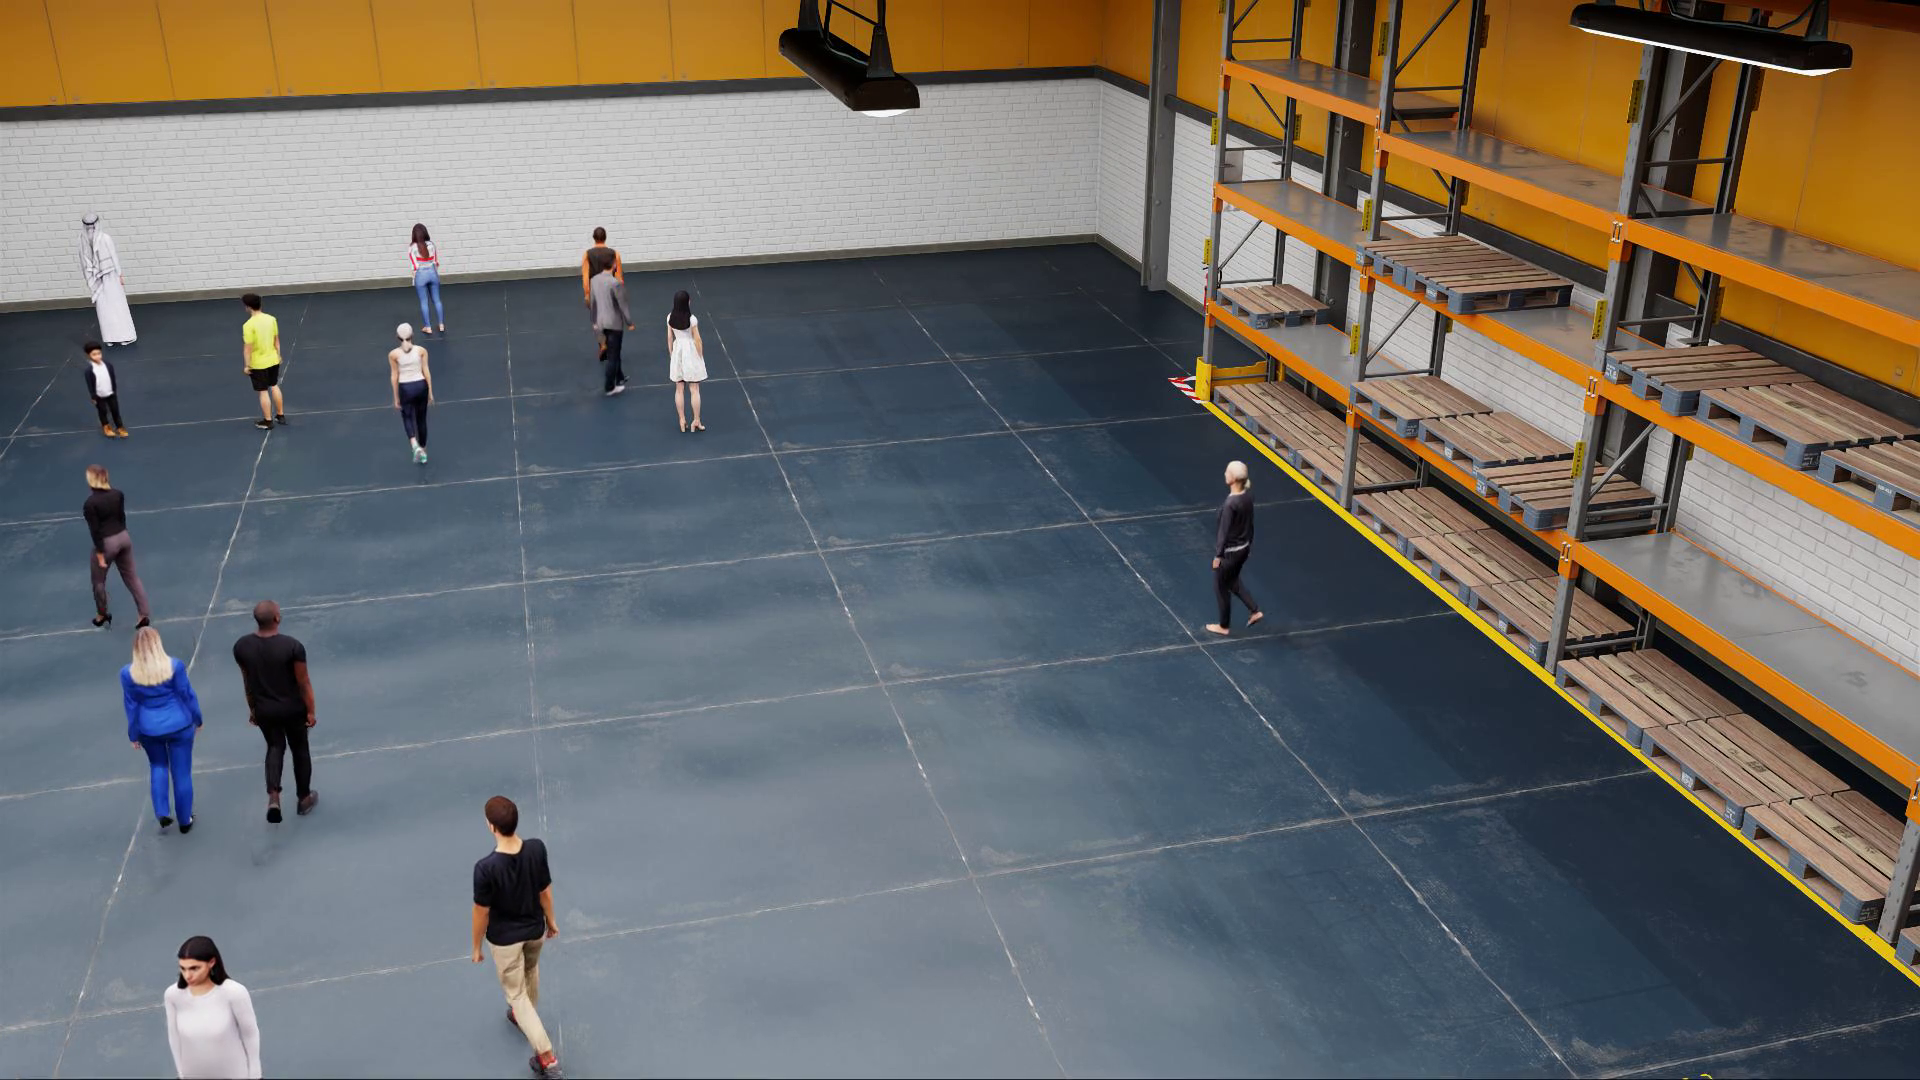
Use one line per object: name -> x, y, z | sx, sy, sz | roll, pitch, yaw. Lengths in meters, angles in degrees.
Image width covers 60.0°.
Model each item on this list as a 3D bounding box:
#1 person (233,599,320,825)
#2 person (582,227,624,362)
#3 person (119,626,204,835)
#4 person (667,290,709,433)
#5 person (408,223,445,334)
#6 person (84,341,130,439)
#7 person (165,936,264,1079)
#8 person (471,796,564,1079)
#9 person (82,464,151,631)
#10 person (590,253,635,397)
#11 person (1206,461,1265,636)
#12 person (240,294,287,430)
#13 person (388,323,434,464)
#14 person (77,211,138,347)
person -> -5.075, 1.314, 12.336 | 0.792, 1.804, 0.969 | -1, 24, -2
person -> -4.893, -3.320, 22.817 | 0.697, 1.898, 0.824 | -5, 24, -12
person -> -5.827, 1.443, 12.184 | 0.625, 1.689, 0.567 | -6, 24, -14
person -> -3.358, -2.193, 20.396 | 0.767, 1.774, 0.799 | 6, 24, 14
person -> -7.823, -3.849, 24.384 | 0.652, 1.613, 0.627 | -16, 28, -32
person -> -10.482, -1.837, 20.288 | 0.806, 1.208, 0.701 | 21, 31, 39
person -> -3.896, 2.845, 8.828 | 0.656, 1.807, 0.609 | 0, 24, -1
person -> -2.593, 2.379, 9.869 | 1.123, 1.828, 0.970 | 21, 31, 40
person -> -7.700, 0.116, 15.269 | 0.932, 1.648, 0.908 | 9, 25, 20
person -> -4.595, -2.776, 21.636 | 0.974, 1.847, 1.021 | 17, 29, 34
person -> 2.564, 0.105, 15.216 | 0.895, 1.712, 0.827 | 16, 28, 33
person -> -8.607, -2.221, 20.556 | 0.796, 1.697, 0.727 | 15, 28, 30
person -> -6.326, -1.659, 19.280 | 0.675, 1.688, 0.891 | -10, 26, -22
person -> -12.212, -3.731, 23.722 | 0.713, 1.927, 0.675 | -3, 24, -7
